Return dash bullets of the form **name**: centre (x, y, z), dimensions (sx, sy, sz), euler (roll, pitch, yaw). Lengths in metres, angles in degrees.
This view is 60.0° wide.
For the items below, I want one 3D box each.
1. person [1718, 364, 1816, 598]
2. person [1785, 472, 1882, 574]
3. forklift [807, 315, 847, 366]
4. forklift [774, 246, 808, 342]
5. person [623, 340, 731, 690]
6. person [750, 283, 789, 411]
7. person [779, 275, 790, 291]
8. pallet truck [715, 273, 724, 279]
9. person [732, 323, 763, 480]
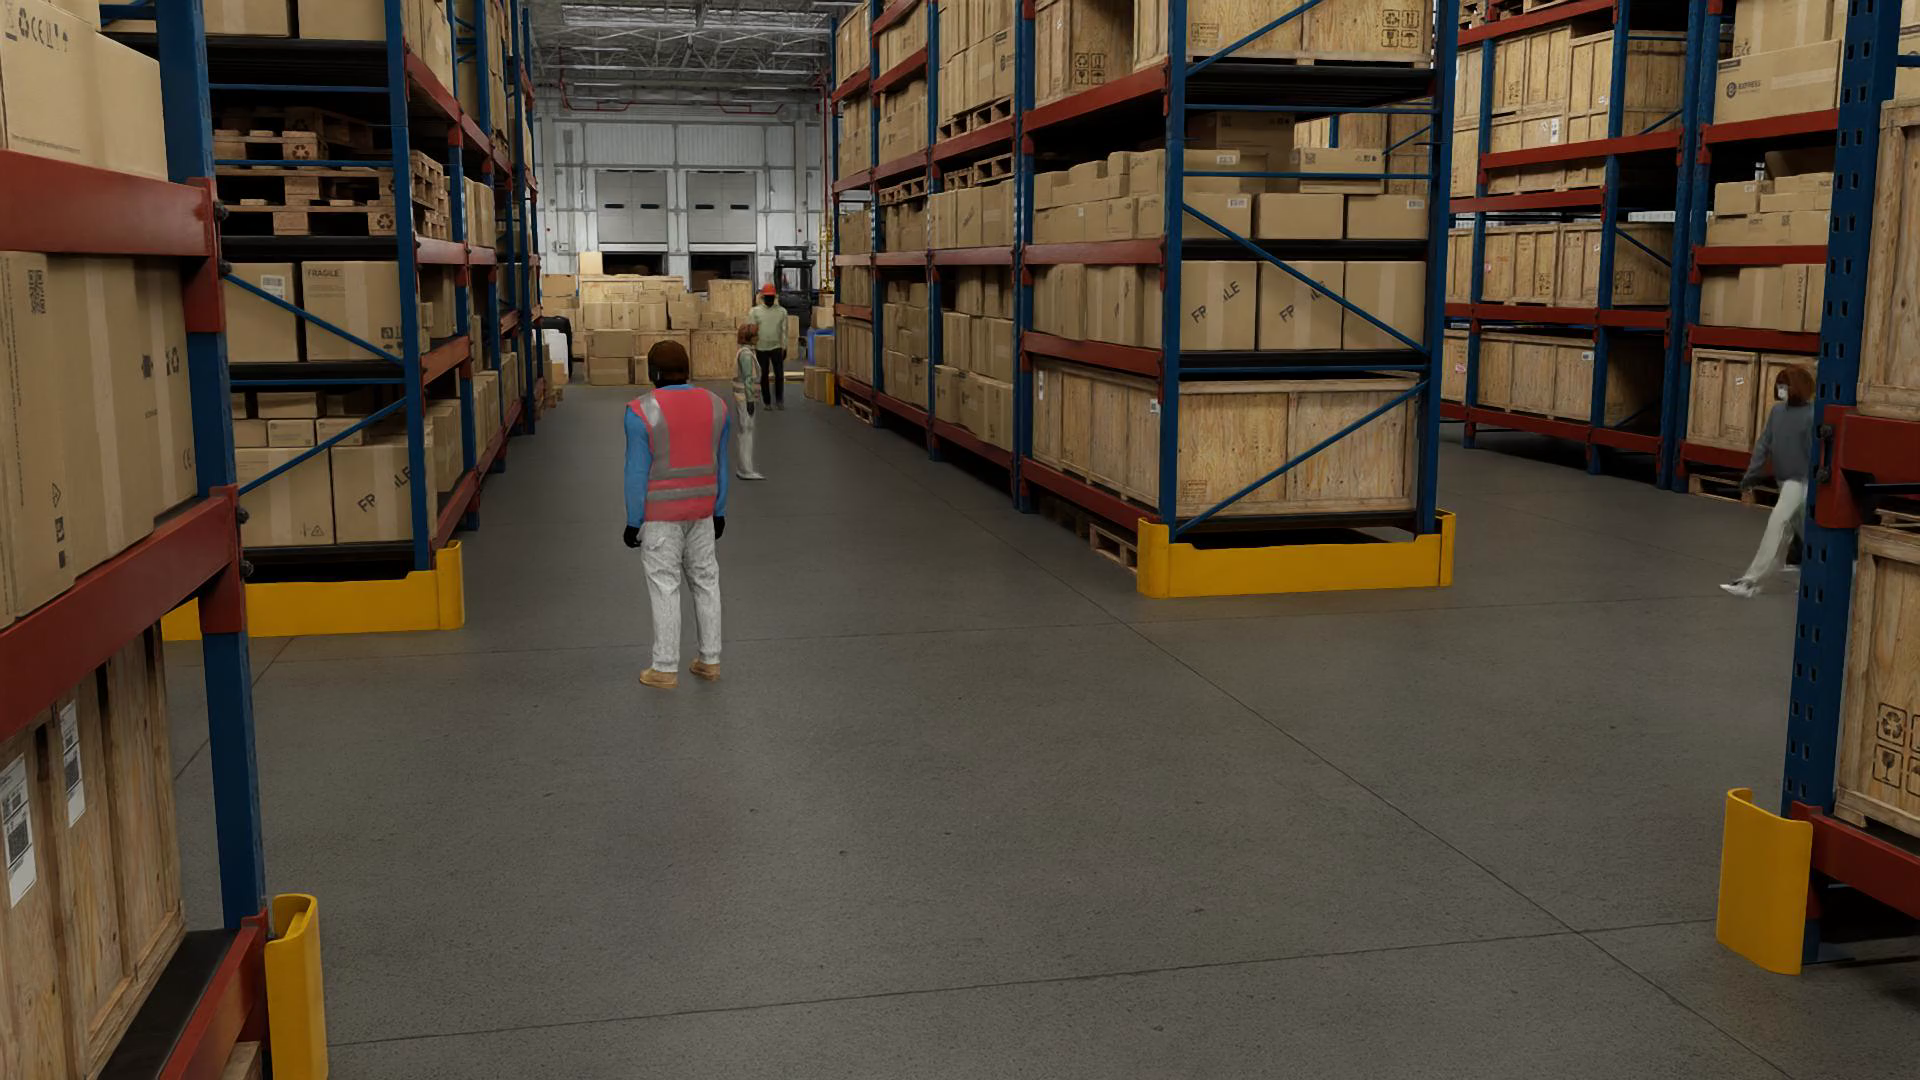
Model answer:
- **person**: centre (5.549, -0.386, 11.141), dimensions (0.889, 1.578, 0.492), euler (-1, 9, -5)
- **person**: centre (6.379, -0.660, 11.934), dimensions (0.764, 1.863, 0.659), euler (1, 9, 5)
- **forklift**: centre (-1.827, -4.188, 30.352), dimensions (1.873, 2.768, 1.129), euler (-2, 10, -12)
- **forklift**: centre (-4.821, -7.011, 47.557), dimensions (1.129, 2.768, 1.873), euler (-3, 10, -15)
- **person**: centre (-1.513, -0.135, 8.815), dimensions (0.633, 1.839, 0.429), euler (-8, 12, -41)
- **person**: centre (-2.934, -2.951, 25.563), dimensions (0.630, 1.965, 0.779), euler (-2, 9, -10)
- **person**: centre (-6.735, -9.007, 62.703), dimensions (0.930, 1.896, 0.574), euler (6, 11, 34)
- **pallet truck**: centre (-8.580, -8.986, 62.280), dimensions (1.885, 1.965, 0.823), euler (1, 9, 5)
- **person**: centre (-2.227, -1.449, 17.439), dimensions (0.310, 1.636, 0.523), euler (-2, 9, -11)
